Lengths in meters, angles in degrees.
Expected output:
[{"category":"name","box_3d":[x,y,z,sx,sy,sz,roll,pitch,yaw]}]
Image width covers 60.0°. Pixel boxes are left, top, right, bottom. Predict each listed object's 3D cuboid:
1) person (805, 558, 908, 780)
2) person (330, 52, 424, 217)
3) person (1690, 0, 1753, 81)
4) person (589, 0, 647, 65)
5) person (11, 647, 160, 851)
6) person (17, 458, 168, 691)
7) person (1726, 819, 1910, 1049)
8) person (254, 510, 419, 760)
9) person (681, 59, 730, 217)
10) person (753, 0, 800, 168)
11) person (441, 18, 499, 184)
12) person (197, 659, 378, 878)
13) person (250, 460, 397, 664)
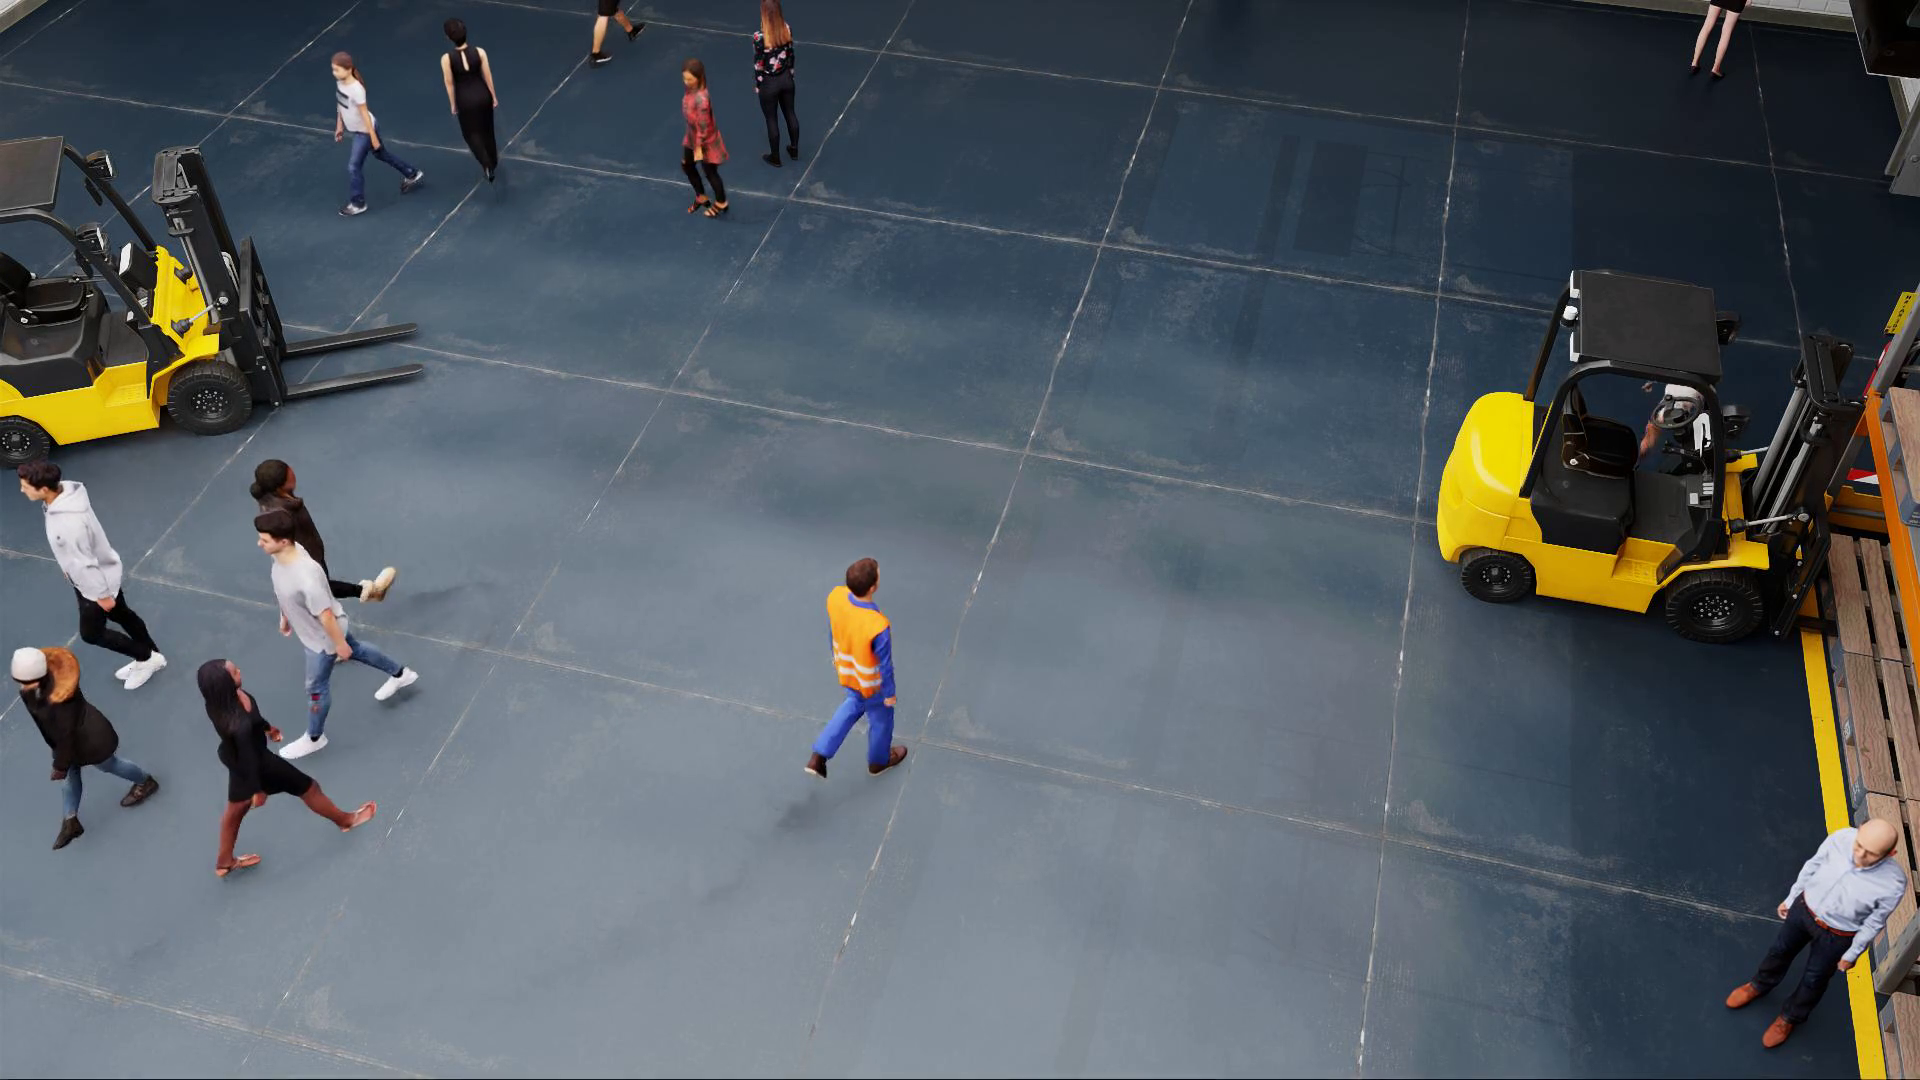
[{"category":"person","box_3d":[-0.640,0.862,10.042,1.103,1.850,0.982,-32,52,-29]},{"category":"person","box_3d":[-5.358,-3.749,15.116,1.125,1.527,0.980,-27,50,-25]},{"category":"person","box_3d":[7.784,-5.546,16.783,0.671,1.829,0.661,-34,53,-31]},{"category":"person","box_3d":[-3.703,-5.701,17.071,0.947,1.655,1.199,31,51,28]},{"category":"person","box_3d":[-5.205,1.126,9.949,0.815,1.595,1.019,27,50,25]},{"category":"person","box_3d":[-5.463,0.196,10.695,0.868,1.914,0.815,-24,48,-23]},{"category":"person","box_3d":[4.601,2.038,8.851,0.792,1.790,0.730,-21,48,-21]},{"category":"person","box_3d":[-3.929,0.502,10.430,1.311,1.835,1.158,-28,50,-26]},{"category":"person","box_3d":[-2.210,-3.560,14.820,0.842,1.661,0.770,-13,45,-13]},{"category":"person","box_3d":[-1.720,-4.303,15.586,0.627,1.681,0.707,-27,50,-25]},{"category":"person","box_3d":[-4.475,-3.999,15.338,0.860,1.582,0.921,-19,47,-19]},{"category":"person","box_3d":[-4.182,1.353,9.655,1.259,1.673,1.076,-28,50,-26]},{"category":"person","box_3d":[-4.182,0.094,10.995,1.054,1.647,0.941,15,46,15]}]
